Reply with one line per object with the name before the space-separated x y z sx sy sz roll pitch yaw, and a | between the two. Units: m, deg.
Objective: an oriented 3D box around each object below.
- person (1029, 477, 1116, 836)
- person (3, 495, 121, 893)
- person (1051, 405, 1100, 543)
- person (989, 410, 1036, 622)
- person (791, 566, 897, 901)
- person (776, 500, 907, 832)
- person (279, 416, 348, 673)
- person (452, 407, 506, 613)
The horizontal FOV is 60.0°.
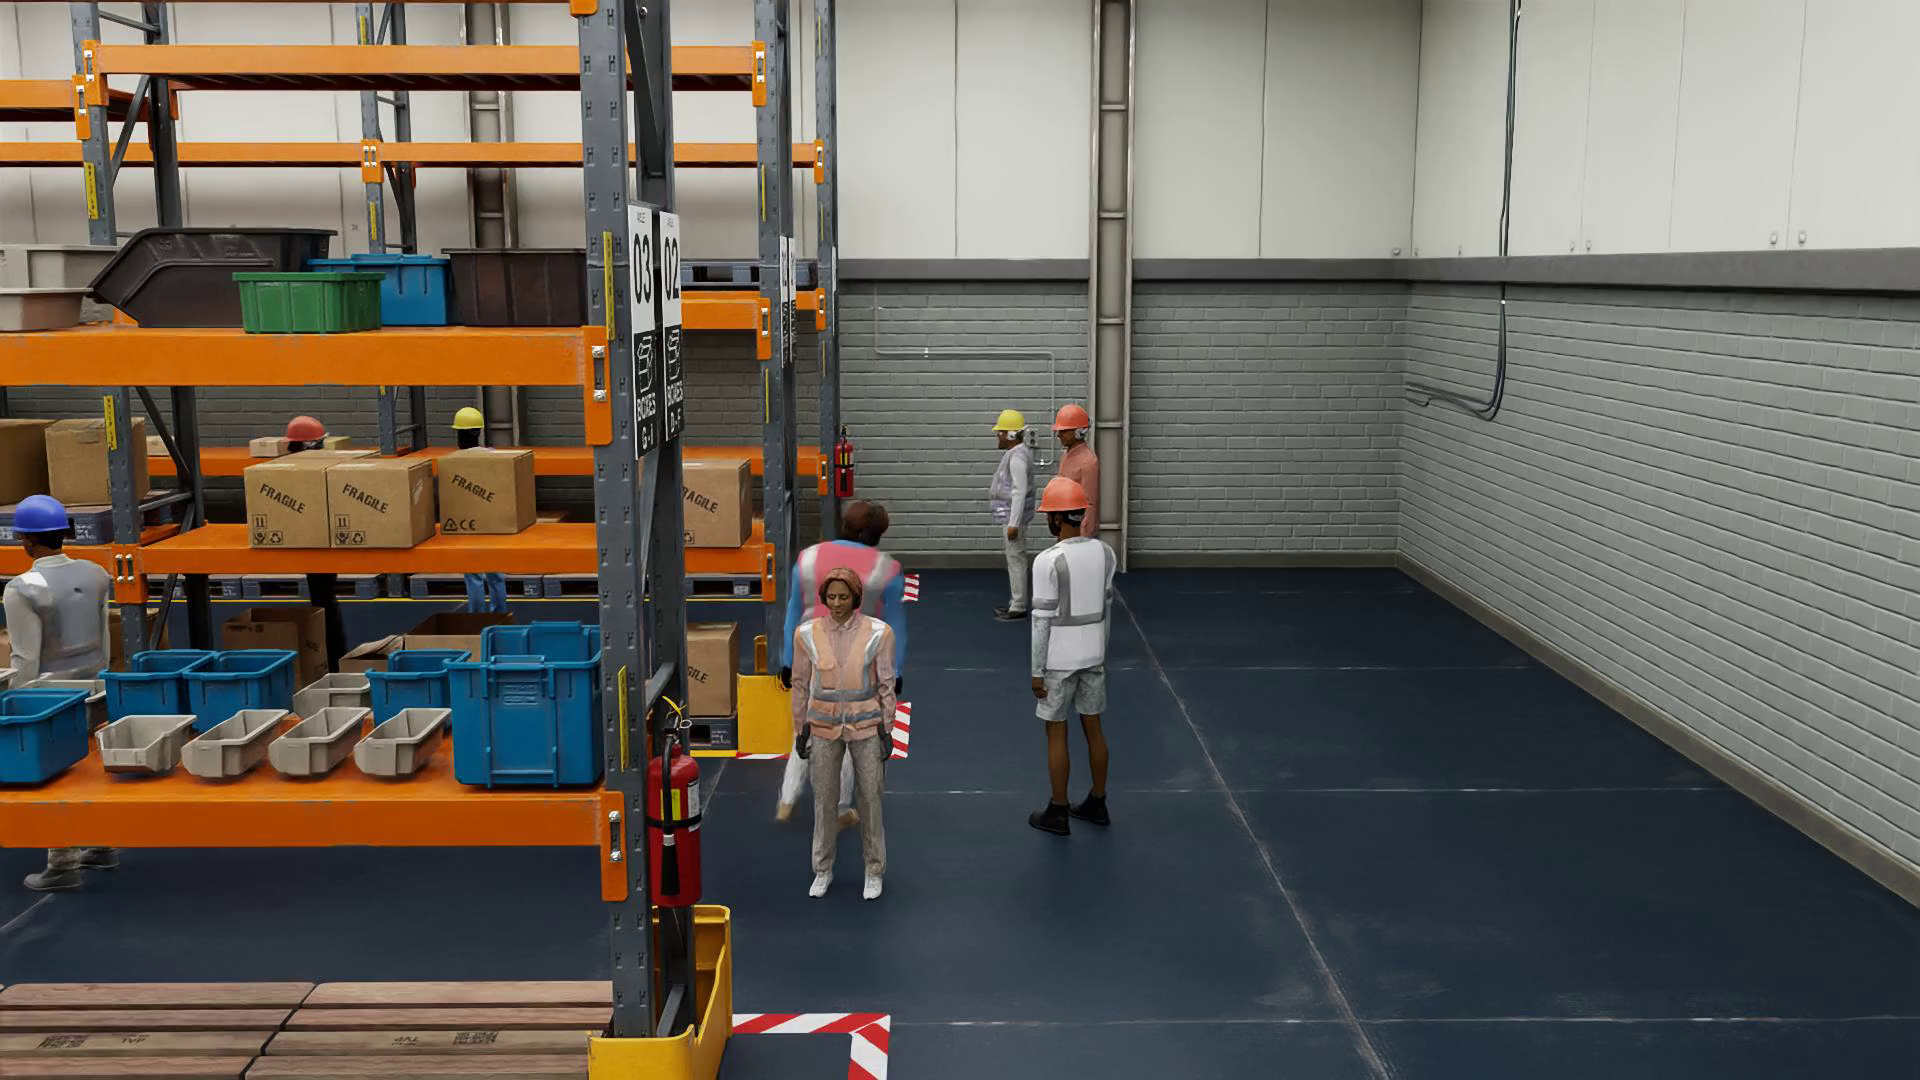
person | 0.577 0.623 8.965 0.549 1.929 0.386 -7 11 -35
person | -4.402 0.745 8.140 0.389 1.946 0.614 2 9 12
person | 0.894 -0.070 13.027 0.408 1.986 0.613 -2 10 -15
person | 0.452 -0.211 14.356 0.404 1.829 0.600 0 9 3
person | -0.556 0.927 8.002 0.508 1.629 0.318 0 9 2
person | -0.621 0.681 8.999 0.705 1.801 0.435 2 9 12
person | -4.617 0.104 11.926 0.396 1.991 0.622 -5 10 -27
person | -3.910 -0.105 13.412 0.369 1.928 0.586 5 11 29
